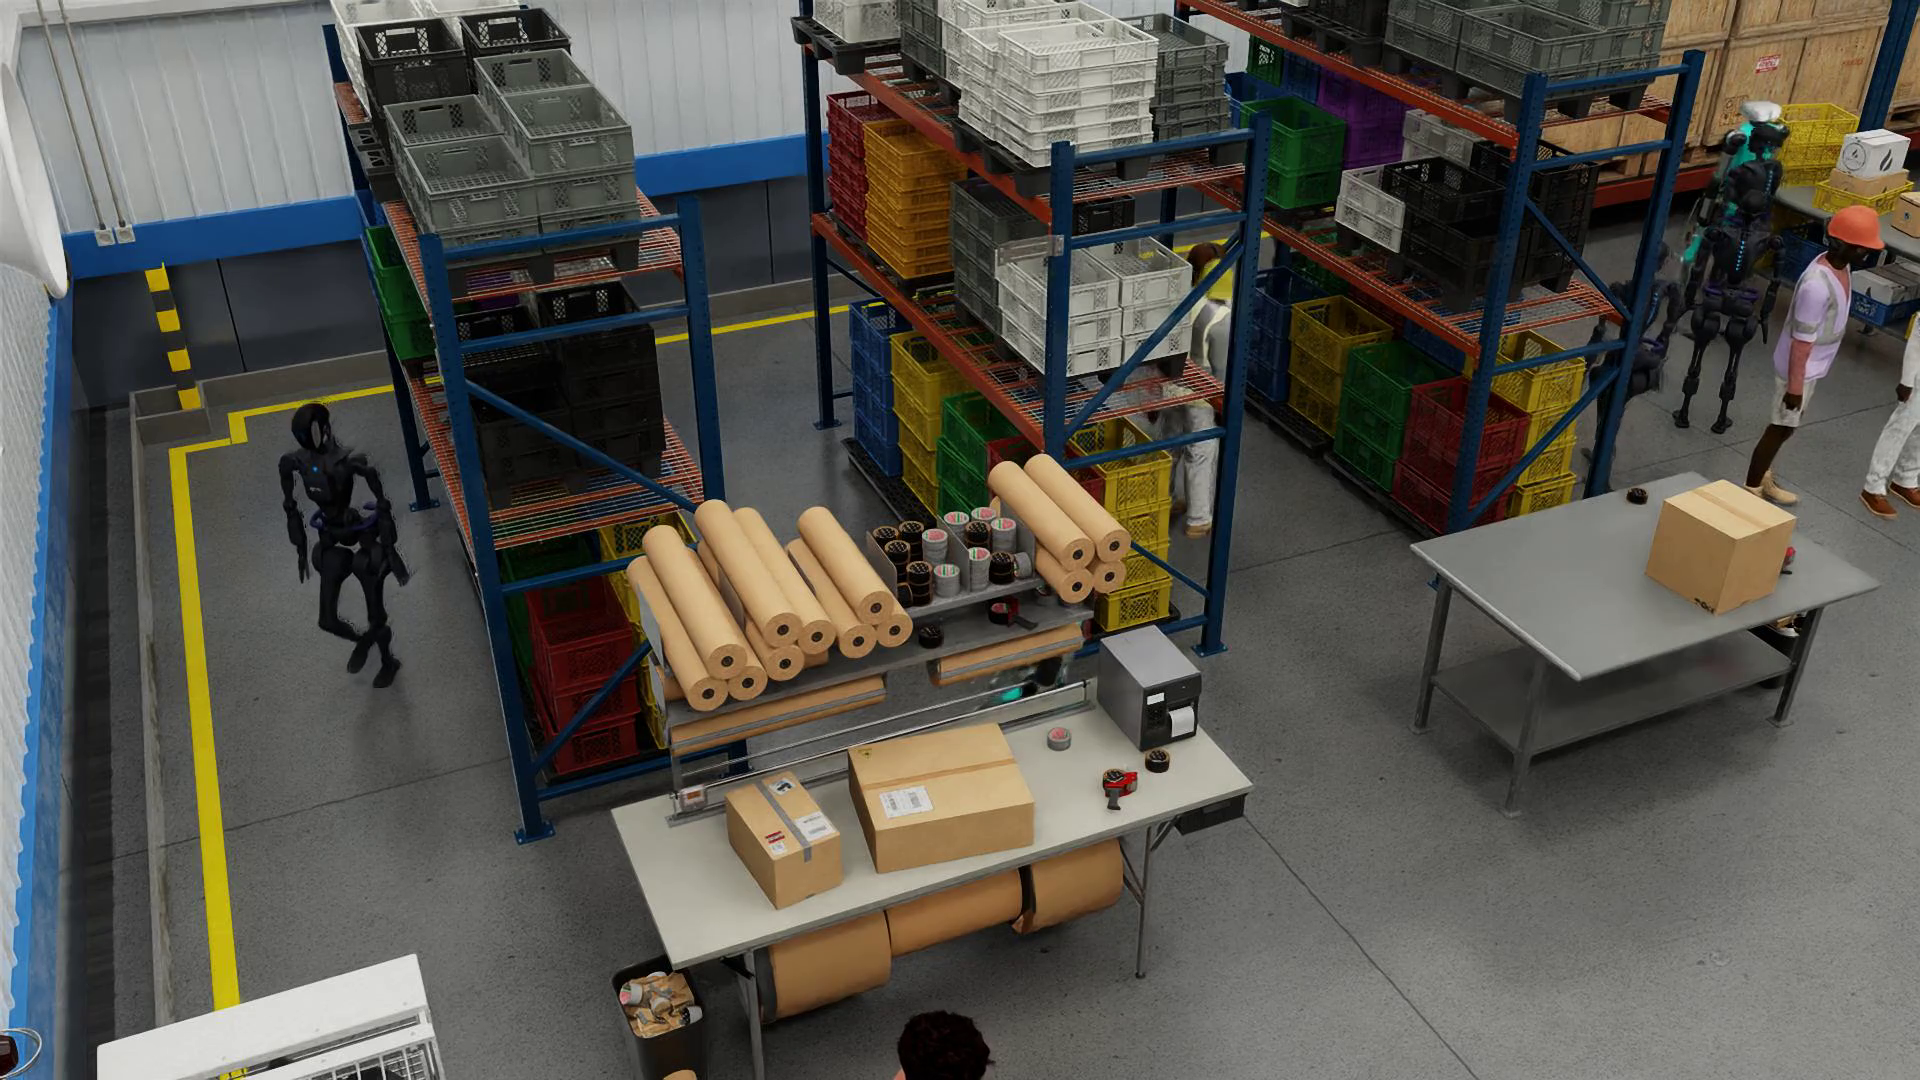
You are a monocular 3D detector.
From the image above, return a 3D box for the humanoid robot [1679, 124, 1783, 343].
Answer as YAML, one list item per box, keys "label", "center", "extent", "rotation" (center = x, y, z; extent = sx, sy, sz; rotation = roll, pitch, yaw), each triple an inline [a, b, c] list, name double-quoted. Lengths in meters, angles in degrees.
- label: "humanoid robot"
  center: [5.734, -2.248, 12.273]
  extent: [0.591, 1.654, 0.348]
  rotation: [-14, 34, -21]

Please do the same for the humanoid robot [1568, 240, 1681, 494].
- label: "humanoid robot"
  center: [4.129, -1.117, 10.454]
  extent: [0.611, 1.639, 0.642]
  rotation: [-6, 32, -10]

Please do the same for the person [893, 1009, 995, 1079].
- label: "person"
  center: [-0.090, 2.120, 4.916]
  extent: [0.373, 1.959, 0.602]
  rotation: [6, 32, 9]

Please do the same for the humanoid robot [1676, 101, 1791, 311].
- label: "humanoid robot"
  center: [5.734, -2.506, 12.748]
  extent: [0.535, 1.875, 0.814]
  rotation: [-11, 33, -17]

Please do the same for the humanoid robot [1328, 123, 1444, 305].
- label: "humanoid robot"
  center: [3.068, -2.361, 12.451]
  extent: [1.015, 1.722, 0.539]
  rotation: [27, 41, 36]

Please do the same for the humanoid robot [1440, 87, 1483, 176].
- label: "humanoid robot"
  center: [3.934, -2.570, 12.806]
  extent: [0.654, 1.863, 0.545]
  rotation: [19, 36, 28]

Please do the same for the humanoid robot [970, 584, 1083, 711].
- label: "humanoid robot"
  center: [0.191, 0.642, 7.576]
  extent: [0.802, 1.803, 0.530]
  rotation: [6, 32, 9]

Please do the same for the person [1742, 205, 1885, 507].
- label: "person"
  center: [5.104, -1.046, 9.993]
  extent: [0.404, 2.033, 0.608]
  rotation: [21, 37, 30]

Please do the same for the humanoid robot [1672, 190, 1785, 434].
- label: "humanoid robot"
  center: [5.103, -1.527, 11.093]
  extent: [0.599, 1.657, 0.315]
  rotation: [15, 35, 22]

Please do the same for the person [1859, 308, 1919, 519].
- label: "person"
  center: [5.938, -1.017, 10.083]
  extent: [0.575, 1.881, 0.350]
  rotation: [-10, 33, -16]

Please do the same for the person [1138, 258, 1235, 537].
- label: "person"
  center: [1.381, -0.928, 10.026]
  extent: [0.601, 1.797, 0.698]
  rotation: [-9, 33, -15]

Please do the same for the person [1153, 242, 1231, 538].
- label: "person"
  center: [1.400, -0.893, 9.926]
  extent: [0.431, 1.840, 0.623]
  rotation: [-19, 37, -28]

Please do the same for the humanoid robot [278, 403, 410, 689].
- label: "humanoid robot"
  center: [-3.146, 0.046, 8.554]
  extent: [0.609, 1.651, 0.338]
  rotation: [3, 32, 5]

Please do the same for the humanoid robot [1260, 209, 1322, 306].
- label: "humanoid robot"
  center: [2.572, -2.590, 12.832]
  extent: [0.325, 1.652, 0.587]
  rotation: [24, 39, 33]
